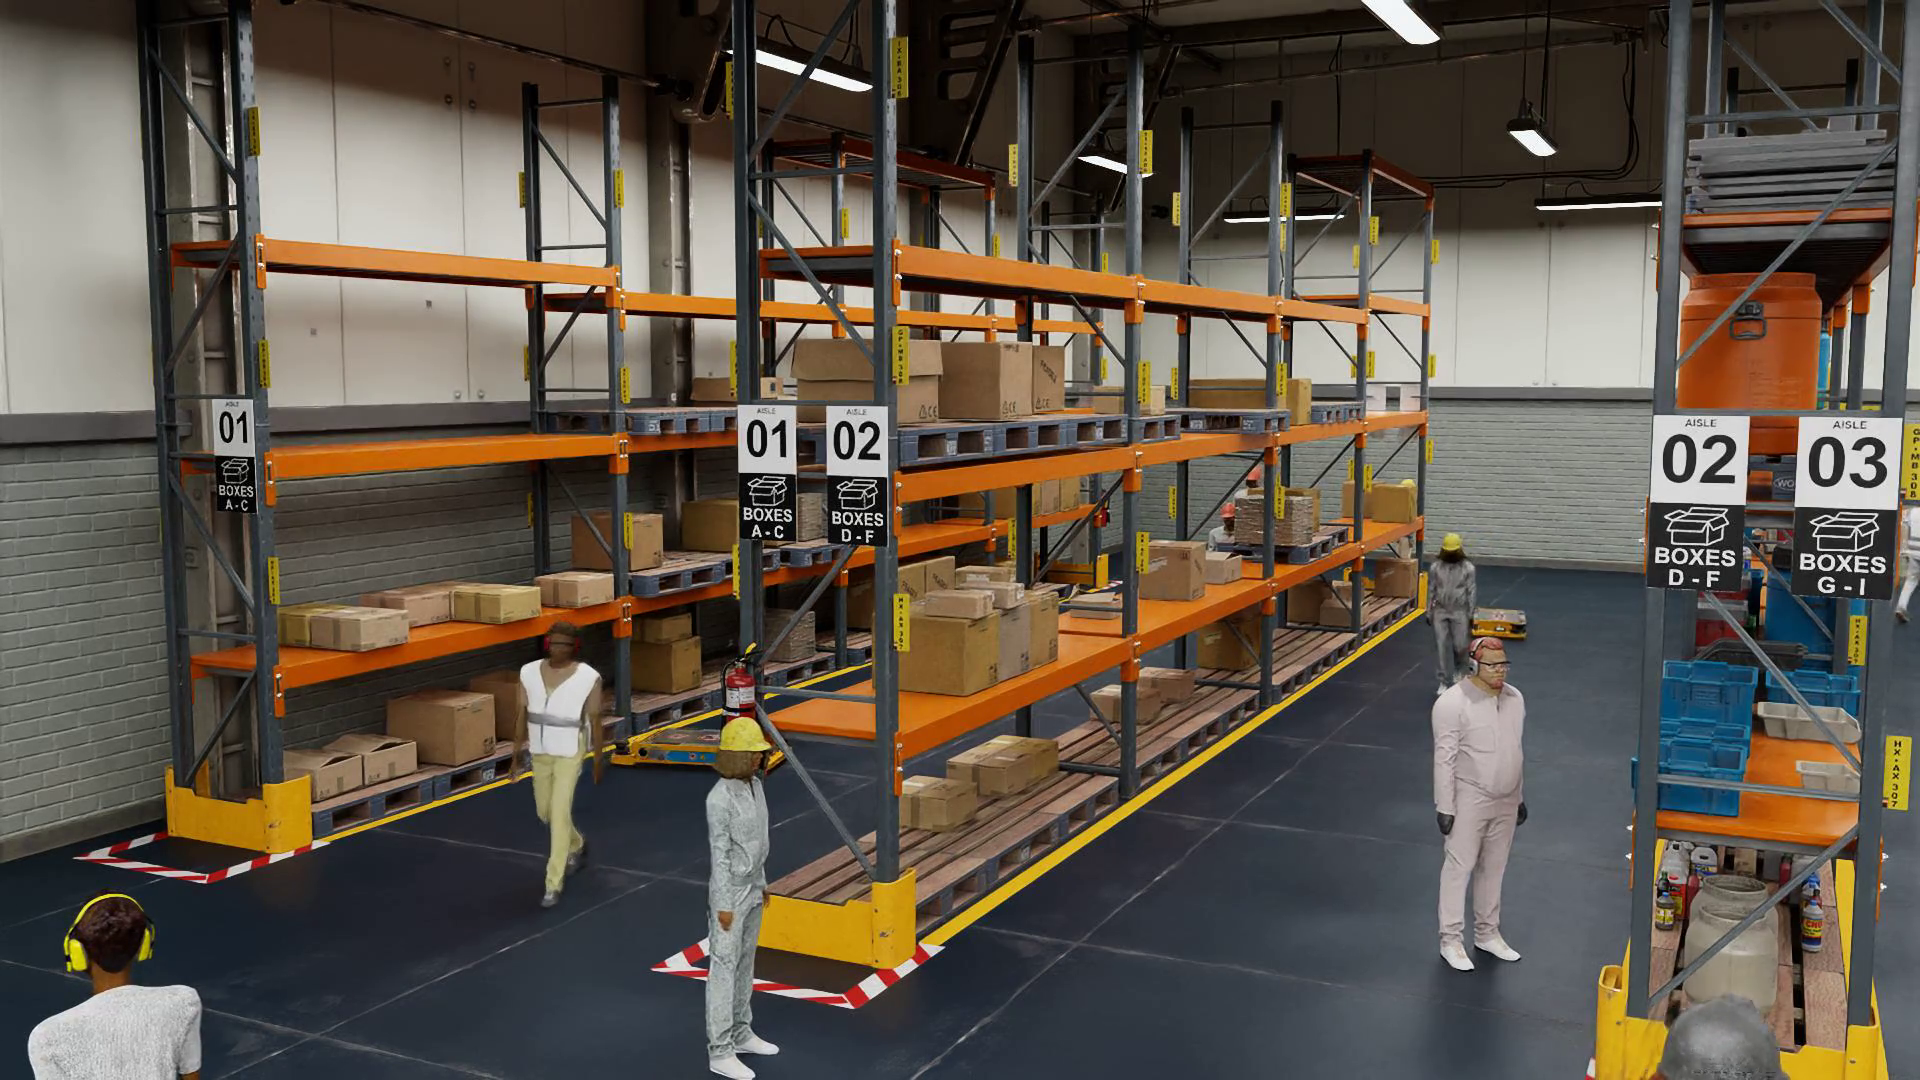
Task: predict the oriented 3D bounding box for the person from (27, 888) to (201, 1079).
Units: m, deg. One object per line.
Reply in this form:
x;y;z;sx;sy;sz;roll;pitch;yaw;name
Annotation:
-2.542;1.981;5.049;0.311;1.869;0.534;5;8;41;person

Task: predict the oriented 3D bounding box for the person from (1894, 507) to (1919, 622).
12.926;0.206;22.307;0.660;1.870;0.597;-3;7;-29;person

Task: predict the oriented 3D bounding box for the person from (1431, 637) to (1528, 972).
3.015;1.499;9.558;0.654;1.906;0.407;-3;7;-27;person

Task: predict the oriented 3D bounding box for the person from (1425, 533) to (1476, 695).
5.159;0.771;17.508;0.502;1.726;0.402;2;6;22;person

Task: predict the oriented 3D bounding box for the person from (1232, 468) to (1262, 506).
4.395;-0.113;25.081;0.615;1.947;1.012;3;7;28;person

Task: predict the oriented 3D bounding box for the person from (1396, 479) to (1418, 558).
6.763;-0.041;25.215;0.315;1.769;0.525;0;6;-4;person

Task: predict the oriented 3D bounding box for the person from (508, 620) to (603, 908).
-2.627;1.412;10.918;0.570;1.799;0.873;2;6;16;person

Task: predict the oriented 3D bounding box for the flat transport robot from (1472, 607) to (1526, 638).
6.998;1.068;21.615;0.652;0.197;1.431;2;6;17;flat transport robot

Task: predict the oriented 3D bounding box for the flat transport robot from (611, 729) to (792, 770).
-2.235;1.806;14.439;1.431;0.197;0.652;1;6;11;flat transport robot

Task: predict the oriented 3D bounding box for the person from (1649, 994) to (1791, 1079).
1.771;2.013;3.912;0.920;2.000;0.695;-4;7;-33;person

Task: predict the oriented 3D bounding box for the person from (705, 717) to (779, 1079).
-1.063;1.725;8.139;0.299;1.745;0.483;2;6;17;person
